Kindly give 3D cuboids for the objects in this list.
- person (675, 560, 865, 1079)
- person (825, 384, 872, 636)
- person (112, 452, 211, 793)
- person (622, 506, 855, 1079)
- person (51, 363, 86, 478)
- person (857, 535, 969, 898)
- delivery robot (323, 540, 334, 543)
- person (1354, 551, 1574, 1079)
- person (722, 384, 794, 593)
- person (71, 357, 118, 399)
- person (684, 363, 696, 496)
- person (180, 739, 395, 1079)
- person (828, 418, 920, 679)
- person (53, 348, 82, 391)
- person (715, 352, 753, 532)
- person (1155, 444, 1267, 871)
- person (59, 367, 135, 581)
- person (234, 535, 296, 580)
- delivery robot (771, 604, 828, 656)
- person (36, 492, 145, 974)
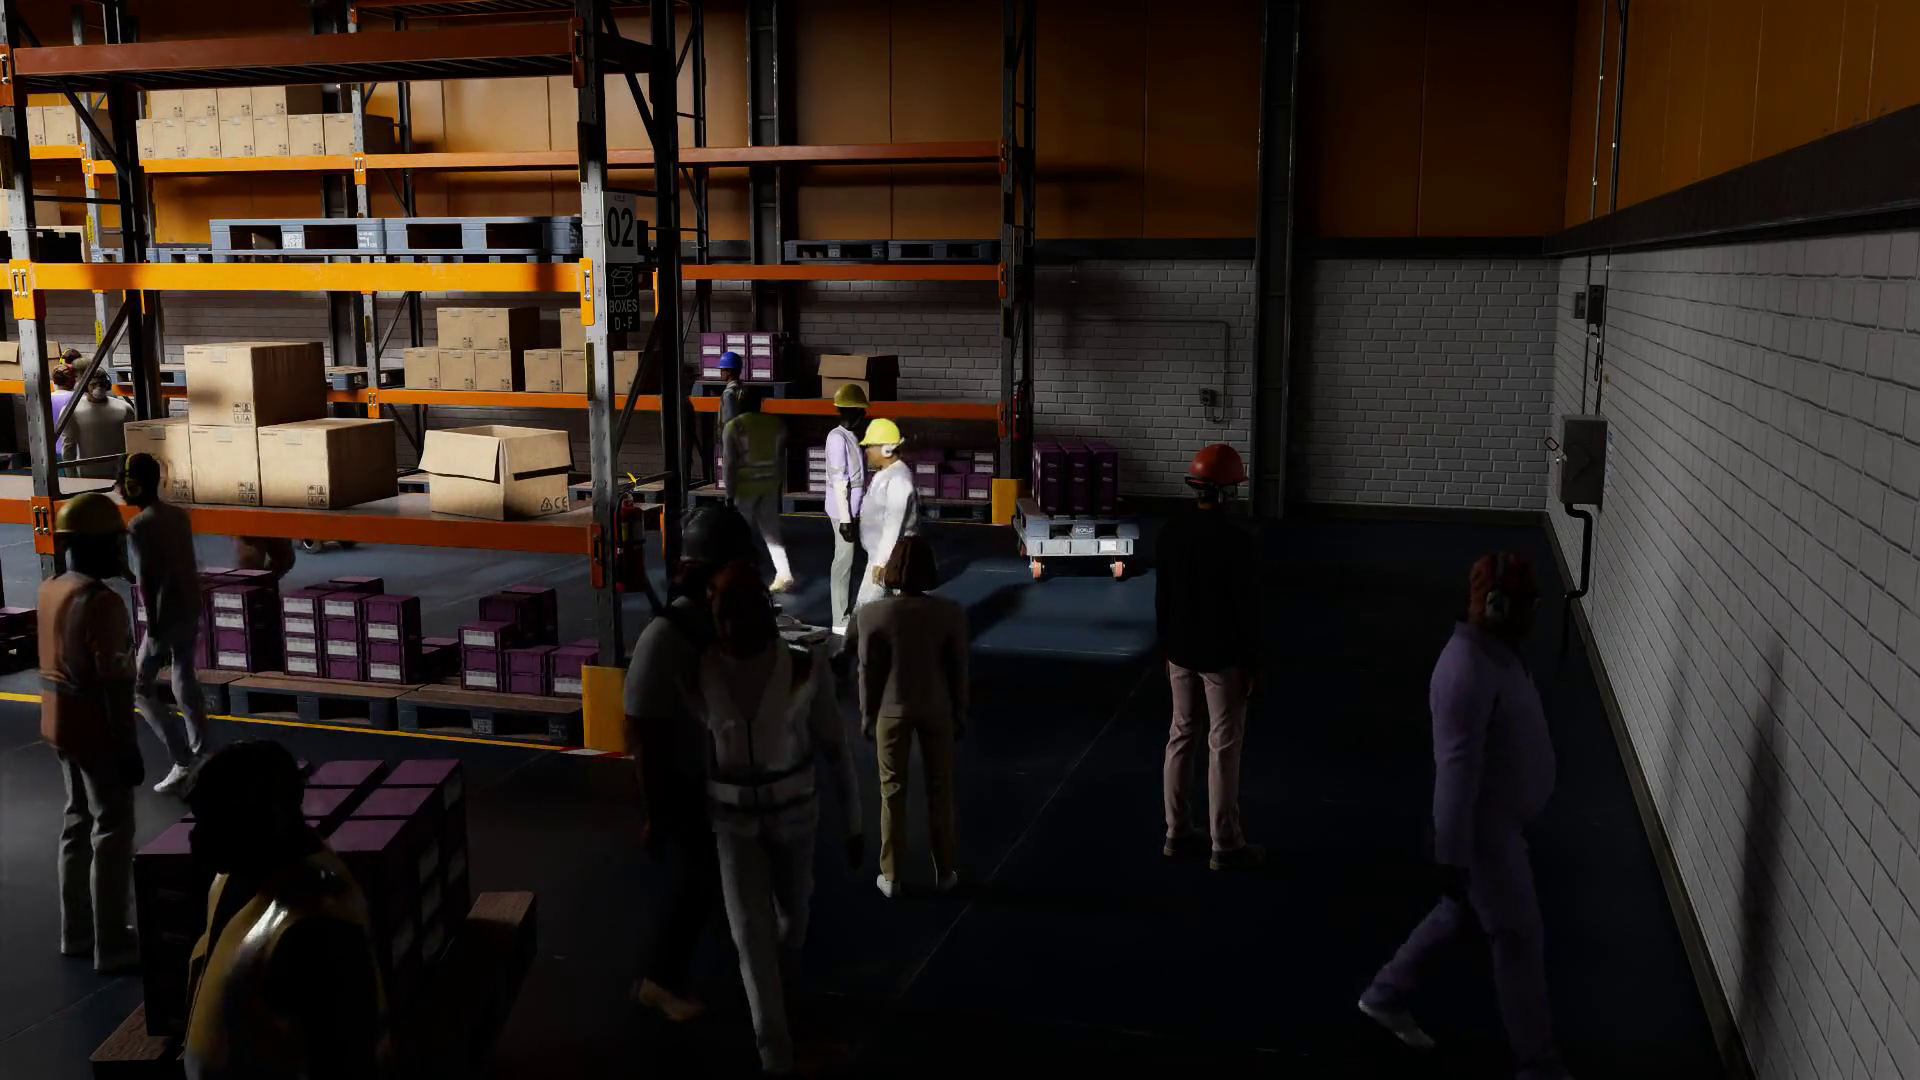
[{"bbox_3d":[-0.672,0.947,5.833,0.646,1.845,0.947,0,9,-1],"label":"person"},{"bbox_3d":[-0.845,-0.231,12.728,0.363,1.928,0.587,1,9,4],"label":"person"},{"bbox_3d":[-4.221,0.451,8.856,0.443,1.843,0.511,2,9,11],"label":"person"},{"bbox_3d":[-0.827,0.830,5.920,1.019,2.000,0.690,4,10,23],"label":"person"},{"bbox_3d":[-8.958,-0.846,16.723,0.563,1.847,0.388,1,9,4],"label":"person"},{"bbox_3d":[-0.206,0.788,7.414,0.497,1.633,0.285,-1,9,-5],"label":"person"},{"bbox_3d":[-6.444,-0.223,16.570,0.707,0.478,0.477,6,11,31],"label":"delivery robot"},{"bbox_3d":[1.792,0.954,5.684,0.885,1.875,0.661,4,10,24],"label":"person"},{"bbox_3d":[-1.744,-0.436,14.367,0.635,1.811,0.811,-5,11,-29],"label":"person"},{"bbox_3d":[-8.948,-0.923,17.107,0.731,1.894,0.643,5,10,26],"label":"person"},{"bbox_3d":[-2.828,-0.875,16.910,0.327,1.842,0.517,1,9,5],"label":"person"},{"bbox_3d":[-1.553,1.315,3.738,0.977,1.786,0.614,-5,11,-28],"label":"person"},{"bbox_3d":[-0.579,0.089,11.170,0.890,1.790,0.615,-3,10,-16],"label":"person"},{"bbox_3d":[-10.324,-1.305,19.449,0.335,1.873,0.521,7,12,36],"label":"person"},{"bbox_3d":[-2.319,-0.961,17.115,0.395,1.945,0.618,2,9,10],"label":"person"},{"bbox_3d":[1.179,0.545,7.796,0.376,1.995,0.612,-8,12,-42],"label":"person"},{"bbox_3d":[-7.621,-0.574,14.786,0.356,1.938,0.633,9,13,43],"label":"person"},{"bbox_3d":[-5.305,-0.183,12.580,0.444,1.877,0.755,-1,9,-4],"label":"person"},{"bbox_3d":[-1.232,0.670,11.127,0.707,0.478,0.477,6,11,32],"label":"delivery robot"},{"bbox_3d":[-3.468,0.763,6.717,0.586,1.915,0.414,8,12,39],"label":"person"}]
